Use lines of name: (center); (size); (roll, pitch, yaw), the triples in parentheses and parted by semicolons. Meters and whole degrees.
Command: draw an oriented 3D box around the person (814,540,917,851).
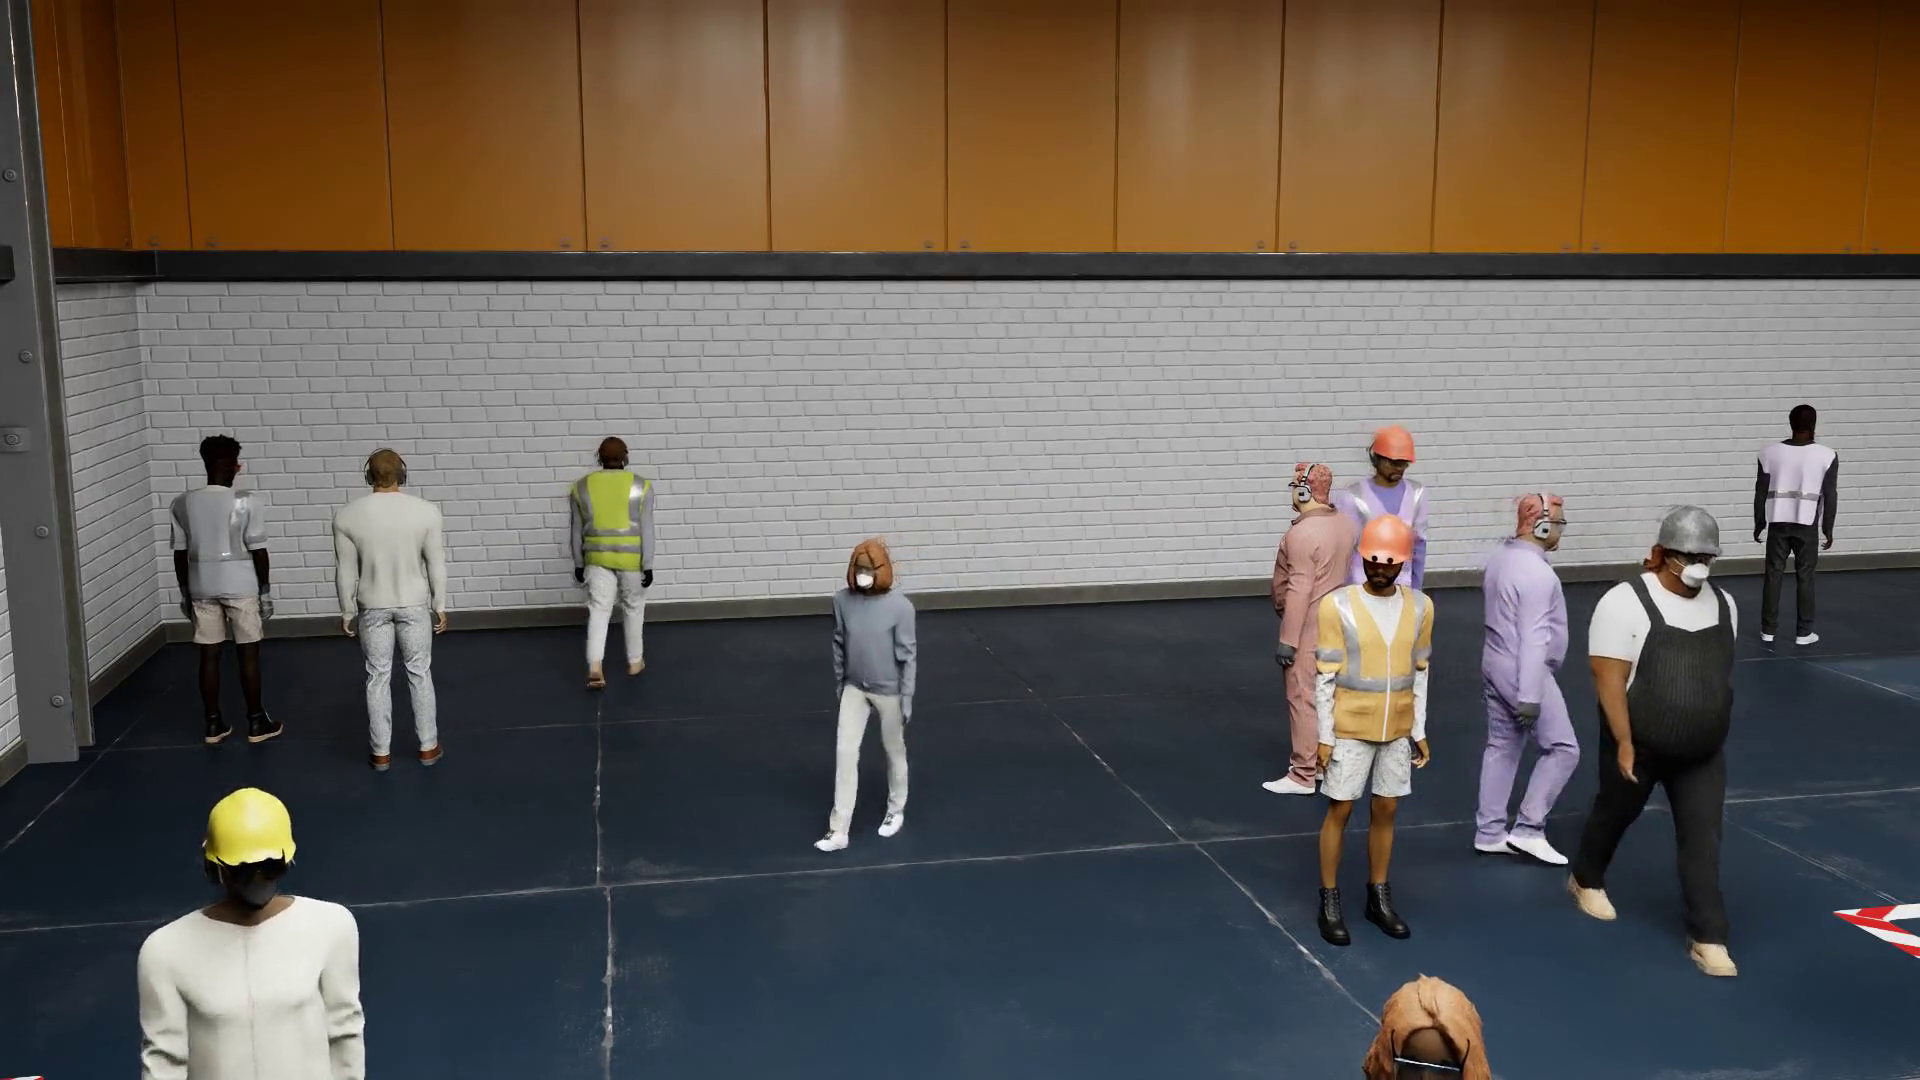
person: (-0.478, 0.805, 8.561); (0.518, 1.596, 0.796); (4, 10, 24)

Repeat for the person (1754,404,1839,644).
person: (6.665, -0.123, 13.302); (0.591, 1.916, 0.383); (7, 11, 35)

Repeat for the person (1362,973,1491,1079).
person: (0.905, 1.651, 3.352); (0.499, 1.632, 0.281); (3, 10, 18)

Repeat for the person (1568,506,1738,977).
person: (3.077, 0.792, 7.349); (0.690, 2.000, 0.998); (-1, 9, -5)

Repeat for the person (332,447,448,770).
person: (-3.397, 0.413, 9.974); (0.635, 1.936, 0.354); (-3, 10, -18)

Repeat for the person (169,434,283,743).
person: (-4.641, 0.313, 10.519); (0.607, 1.957, 0.389); (0, 9, 2)

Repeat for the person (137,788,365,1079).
person: (-1.786, 1.447, 4.242); (0.528, 1.740, 0.781); (-5, 10, -26)

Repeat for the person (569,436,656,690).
person: (-2.508, 0.154, 11.991); (0.629, 1.806, 0.922); (0, 9, -2)

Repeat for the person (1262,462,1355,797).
person: (1.980, 0.503, 9.518); (0.409, 1.907, 0.651); (7, 11, 35)

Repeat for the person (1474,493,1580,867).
person: (2.890, 0.700, 8.357); (0.574, 1.887, 0.667); (0, 9, -1)

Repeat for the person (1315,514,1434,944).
person: (1.848, 0.836, 7.408); (0.547, 1.934, 0.375); (-2, 9, -11)

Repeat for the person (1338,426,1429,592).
person: (2.655, 0.290, 10.462); (0.644, 2.019, 0.528); (-2, 9, -11)
